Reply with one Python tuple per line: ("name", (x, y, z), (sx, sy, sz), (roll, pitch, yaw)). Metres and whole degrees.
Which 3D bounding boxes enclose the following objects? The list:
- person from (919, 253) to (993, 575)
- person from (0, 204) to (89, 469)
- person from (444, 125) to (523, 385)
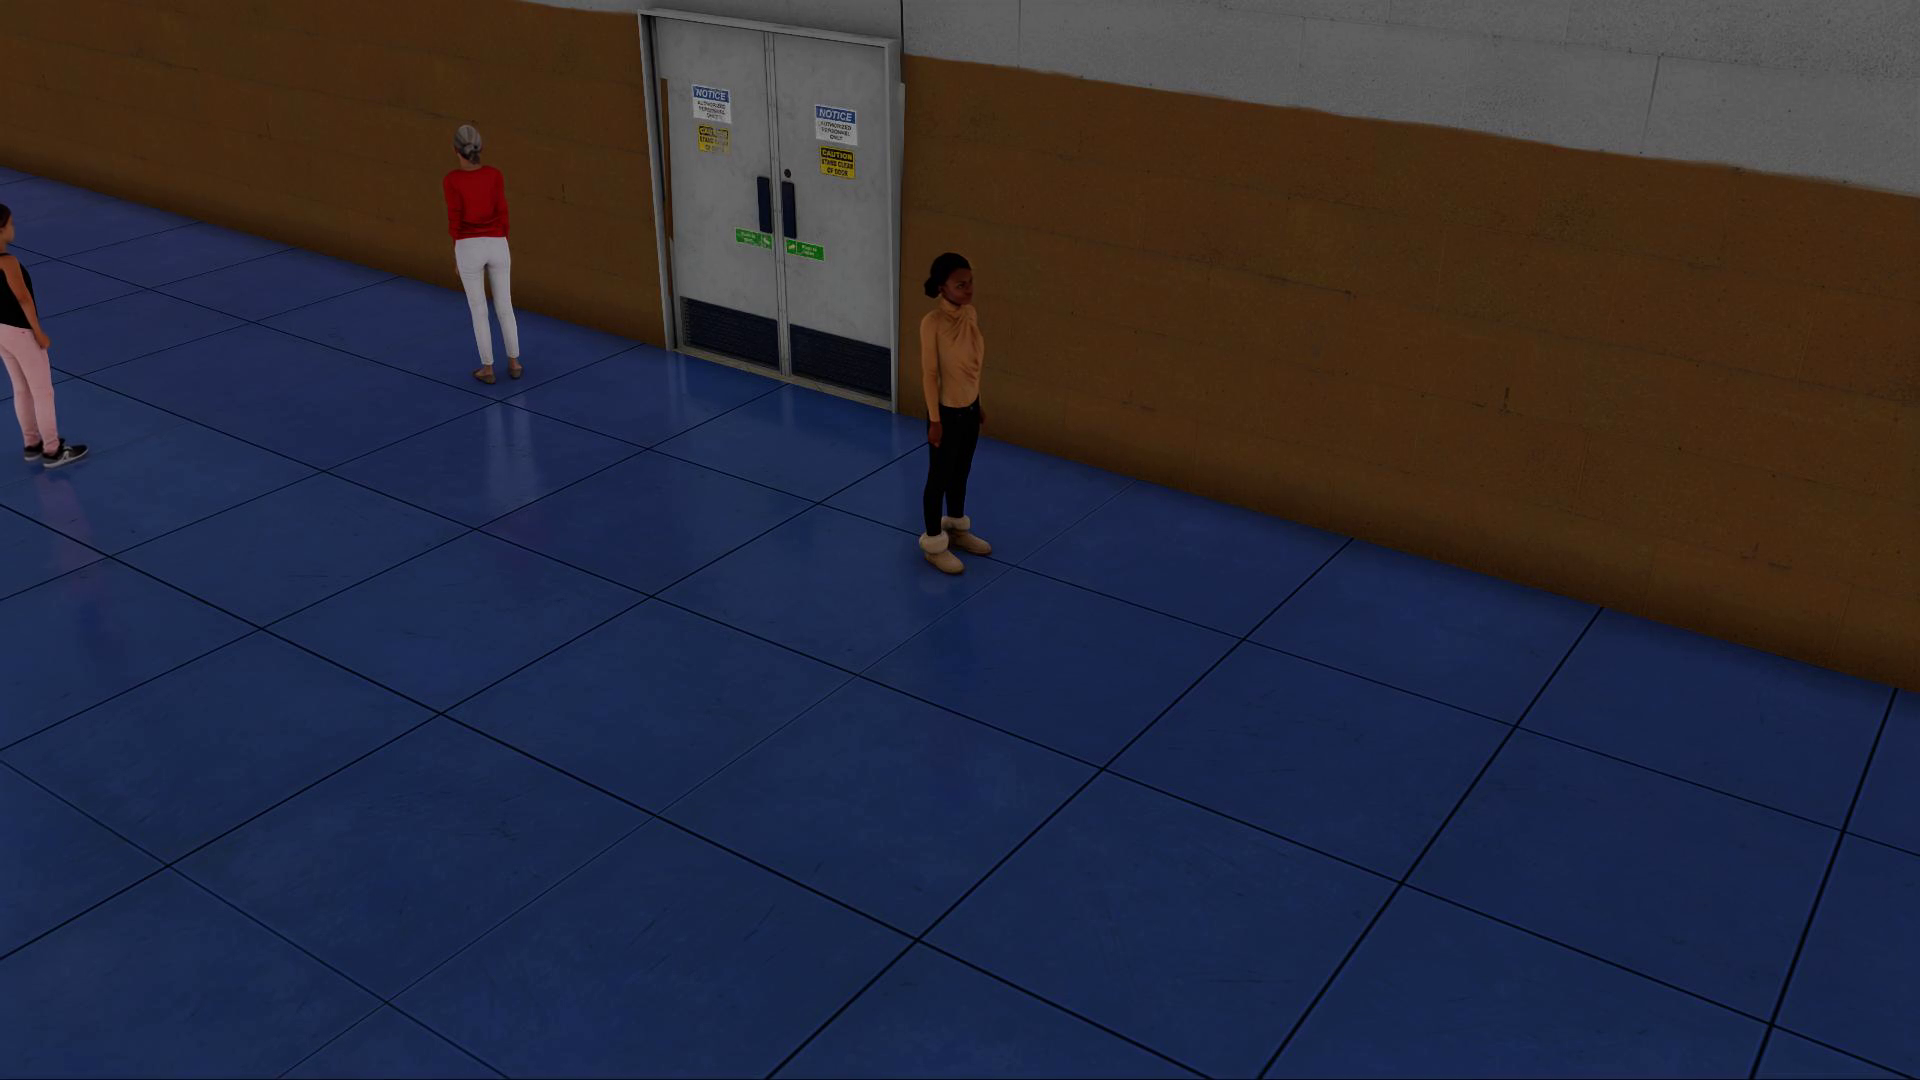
("person", (-0.042, -0.661, 8.476), (0.631, 1.660, 0.484), (18, 32, 31))
("person", (-5.443, -1.177, 9.601), (0.535, 1.563, 0.540), (14, 30, 26))
("person", (-3.088, -1.845, 10.773), (0.596, 1.694, 0.690), (-15, 31, -27))
